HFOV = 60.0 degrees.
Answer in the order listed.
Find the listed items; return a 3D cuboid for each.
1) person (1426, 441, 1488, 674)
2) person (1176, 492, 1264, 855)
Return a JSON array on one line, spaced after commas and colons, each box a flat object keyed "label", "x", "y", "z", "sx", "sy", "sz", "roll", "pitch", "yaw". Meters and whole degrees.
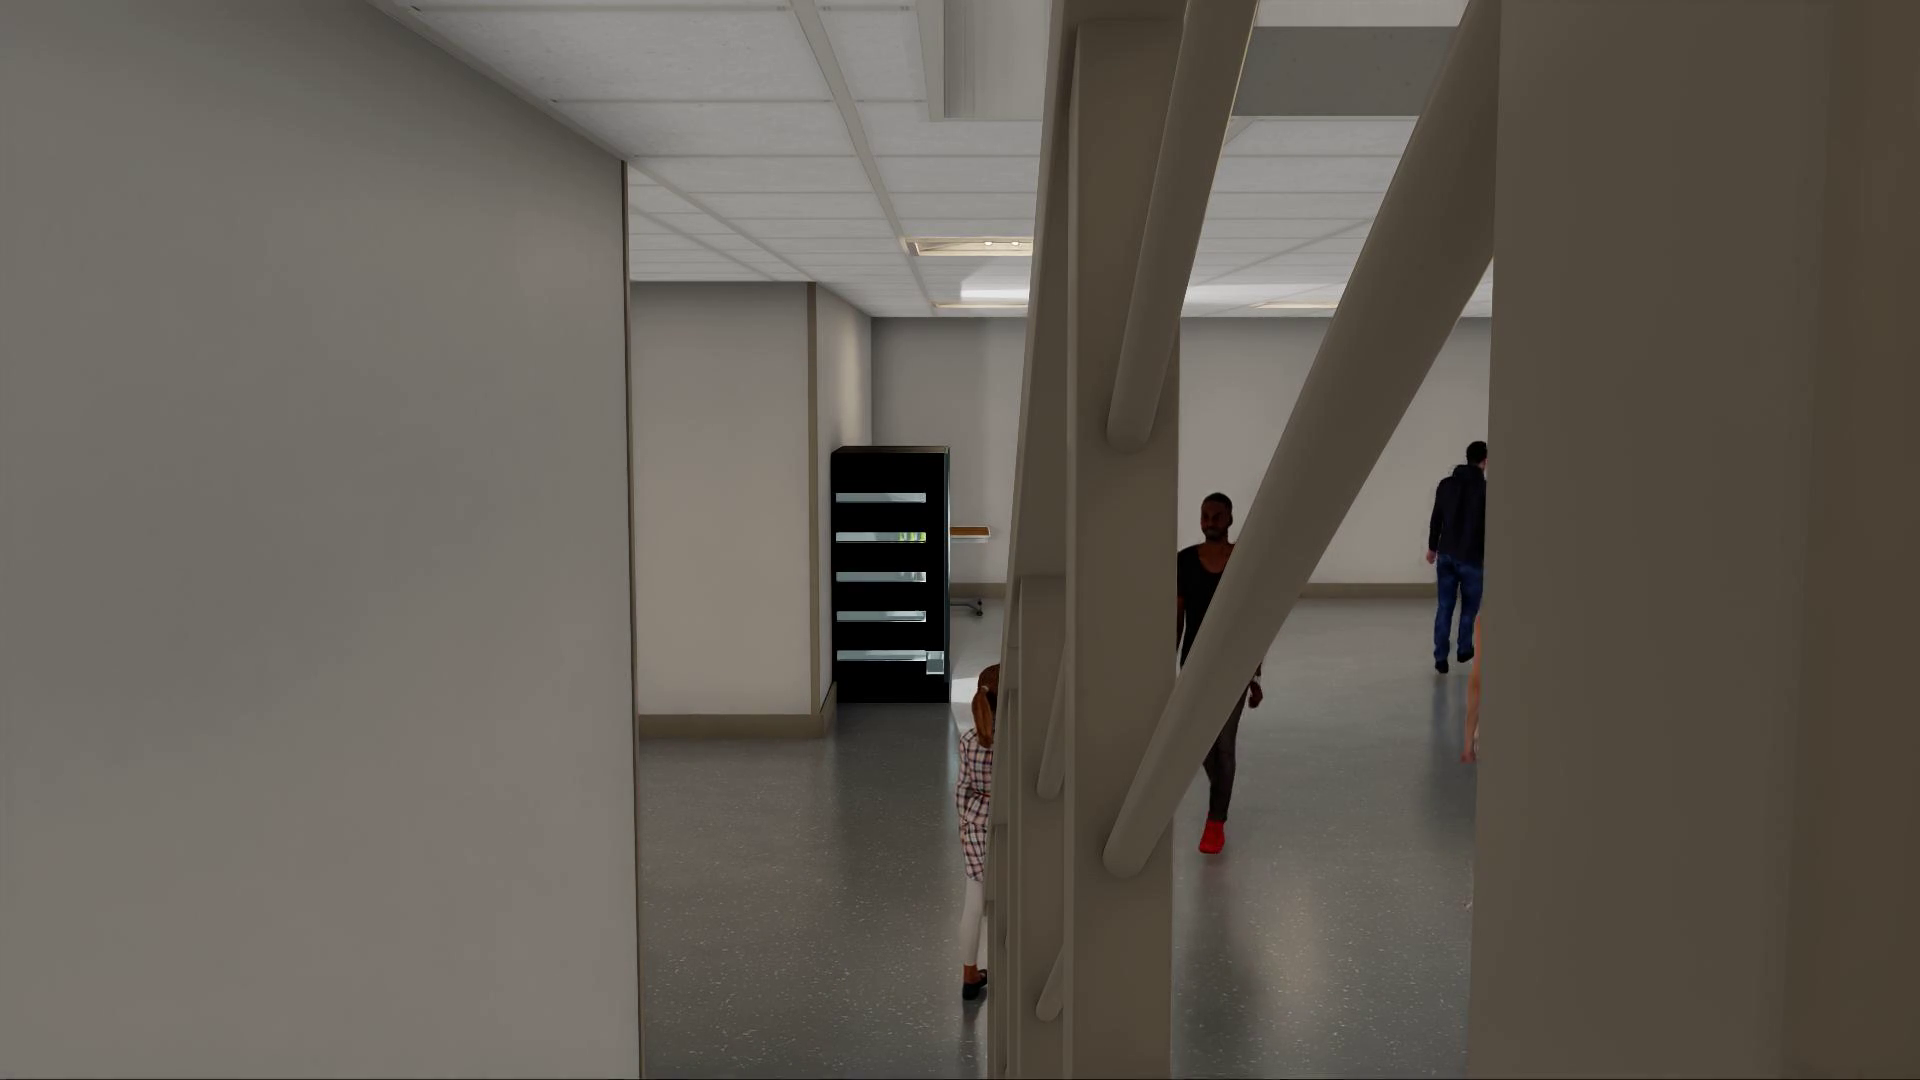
[{"label": "person", "x": 3.952, "y": 0.175, "z": 13.179, "sx": 1.141, "sy": 1.819, "sz": 1.253, "roll": 4, "pitch": 7, "yaw": 34}, {"label": "person", "x": 1.326, "y": 0.662, "z": 8.572, "sx": 0.923, "sy": 1.772, "sz": 1.244, "roll": 2, "pitch": 6, "yaw": 20}]
